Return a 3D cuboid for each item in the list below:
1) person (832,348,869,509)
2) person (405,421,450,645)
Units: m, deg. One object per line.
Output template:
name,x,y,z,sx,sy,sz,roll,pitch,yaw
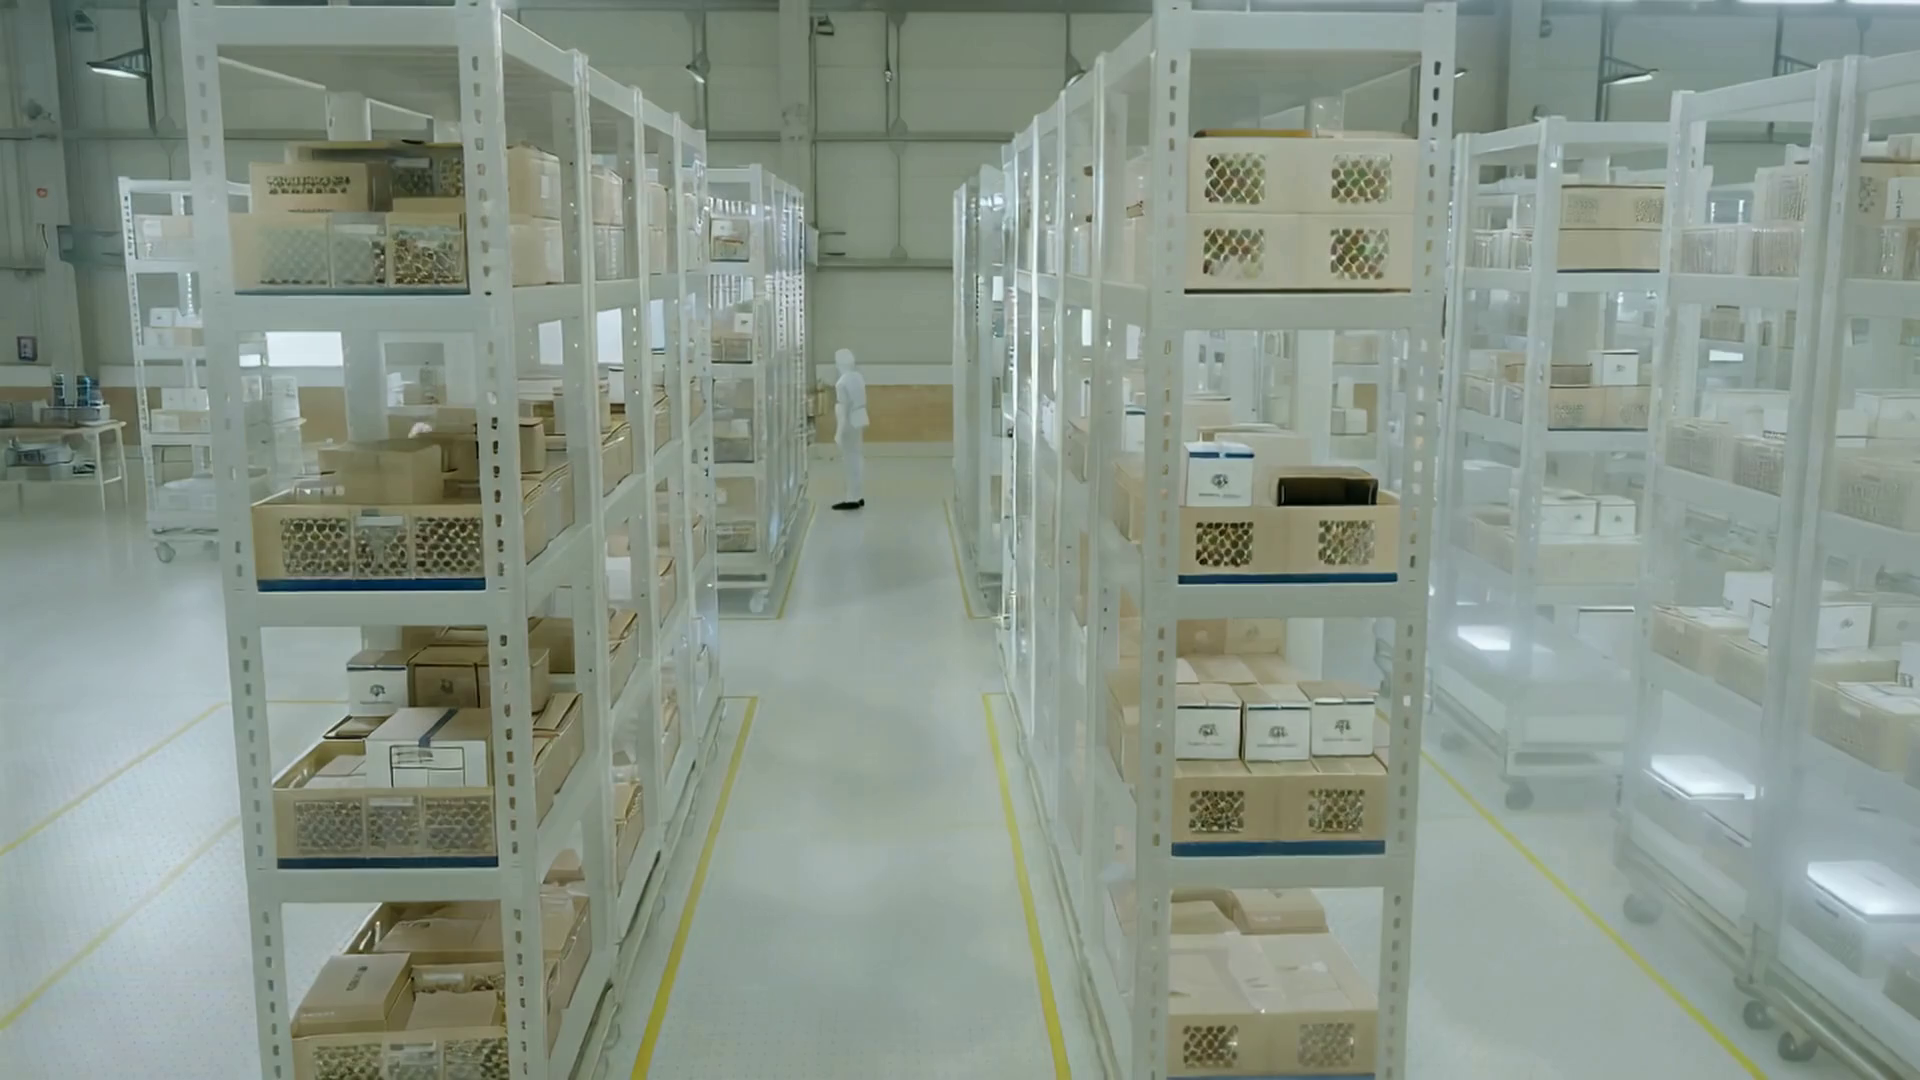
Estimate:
person,-1.248,-1.270,18.989,0.391,1.838,0.563,4,11,22
person,-3.572,0.099,11.250,0.437,1.813,0.615,-2,10,-9
